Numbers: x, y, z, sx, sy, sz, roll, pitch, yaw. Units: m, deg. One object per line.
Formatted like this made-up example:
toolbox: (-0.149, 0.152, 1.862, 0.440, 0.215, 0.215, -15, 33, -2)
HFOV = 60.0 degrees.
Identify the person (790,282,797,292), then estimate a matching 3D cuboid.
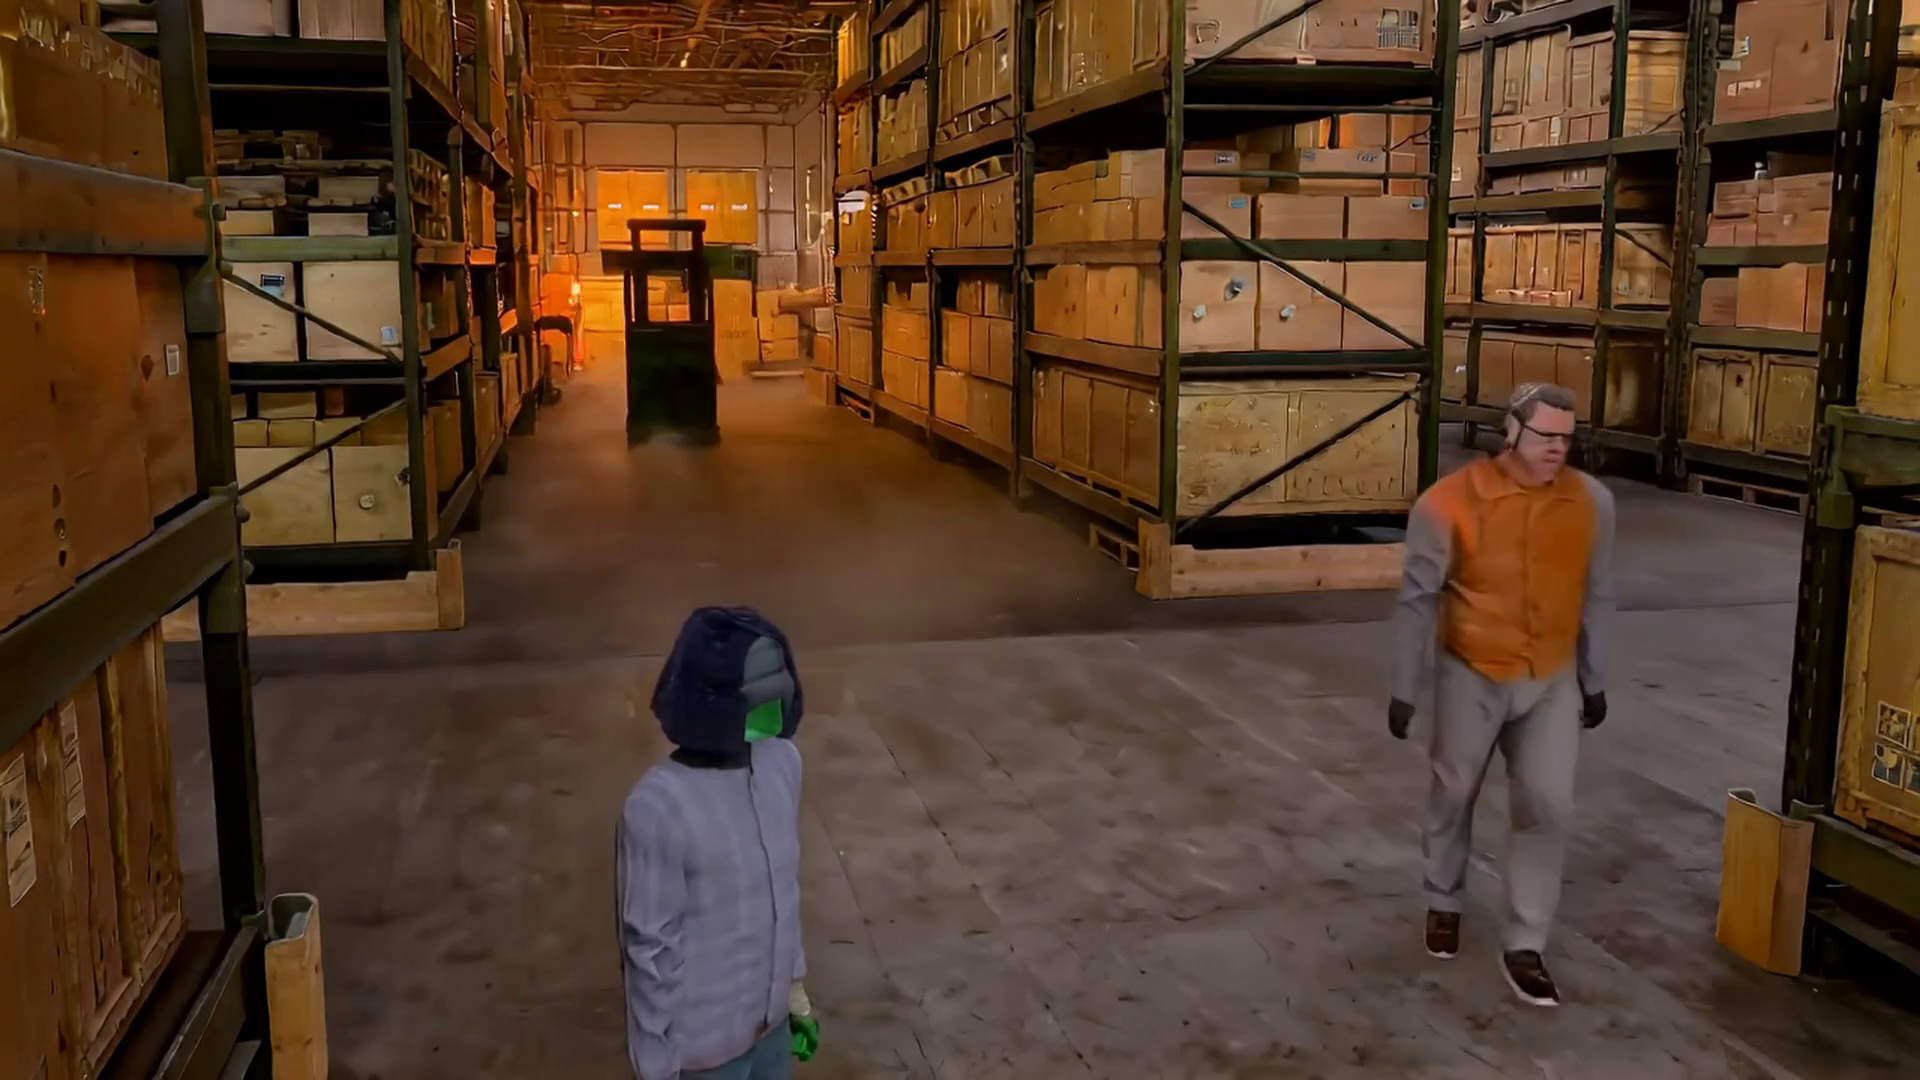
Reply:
person: (-6.096, -8.442, 59.954, 0.727, 1.664, 0.547, -3, 10, -17)

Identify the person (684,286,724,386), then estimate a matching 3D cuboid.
person: (-4.829, -3.757, 30.742, 0.978, 1.895, 0.561, -3, 10, -15)

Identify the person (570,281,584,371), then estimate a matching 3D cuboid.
person: (-8.098, -4.567, 35.574, 0.663, 1.924, 0.644, -4, 10, -23)

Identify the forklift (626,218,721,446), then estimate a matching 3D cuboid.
forklift: (-3.695, -2.676, 21.135, 1.129, 2.768, 1.873, -2, 10, -12)

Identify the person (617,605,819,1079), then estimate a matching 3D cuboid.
person: (-0.423, 0.917, 3.026, 0.269, 1.632, 0.504, 5, 10, 26)

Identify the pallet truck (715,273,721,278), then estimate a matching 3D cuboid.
pallet truck: (-8.580, -8.986, 62.280, 1.885, 1.965, 0.823, 1, 9, 5)

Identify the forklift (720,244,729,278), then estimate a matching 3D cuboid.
forklift: (-6.670, -6.553, 44.766, 1.129, 2.768, 1.873, -4, 10, -21)

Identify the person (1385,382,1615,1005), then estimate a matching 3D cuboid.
person: (1.684, 0.455, 5.112, 0.715, 1.863, 0.826, 0, 9, 2)
